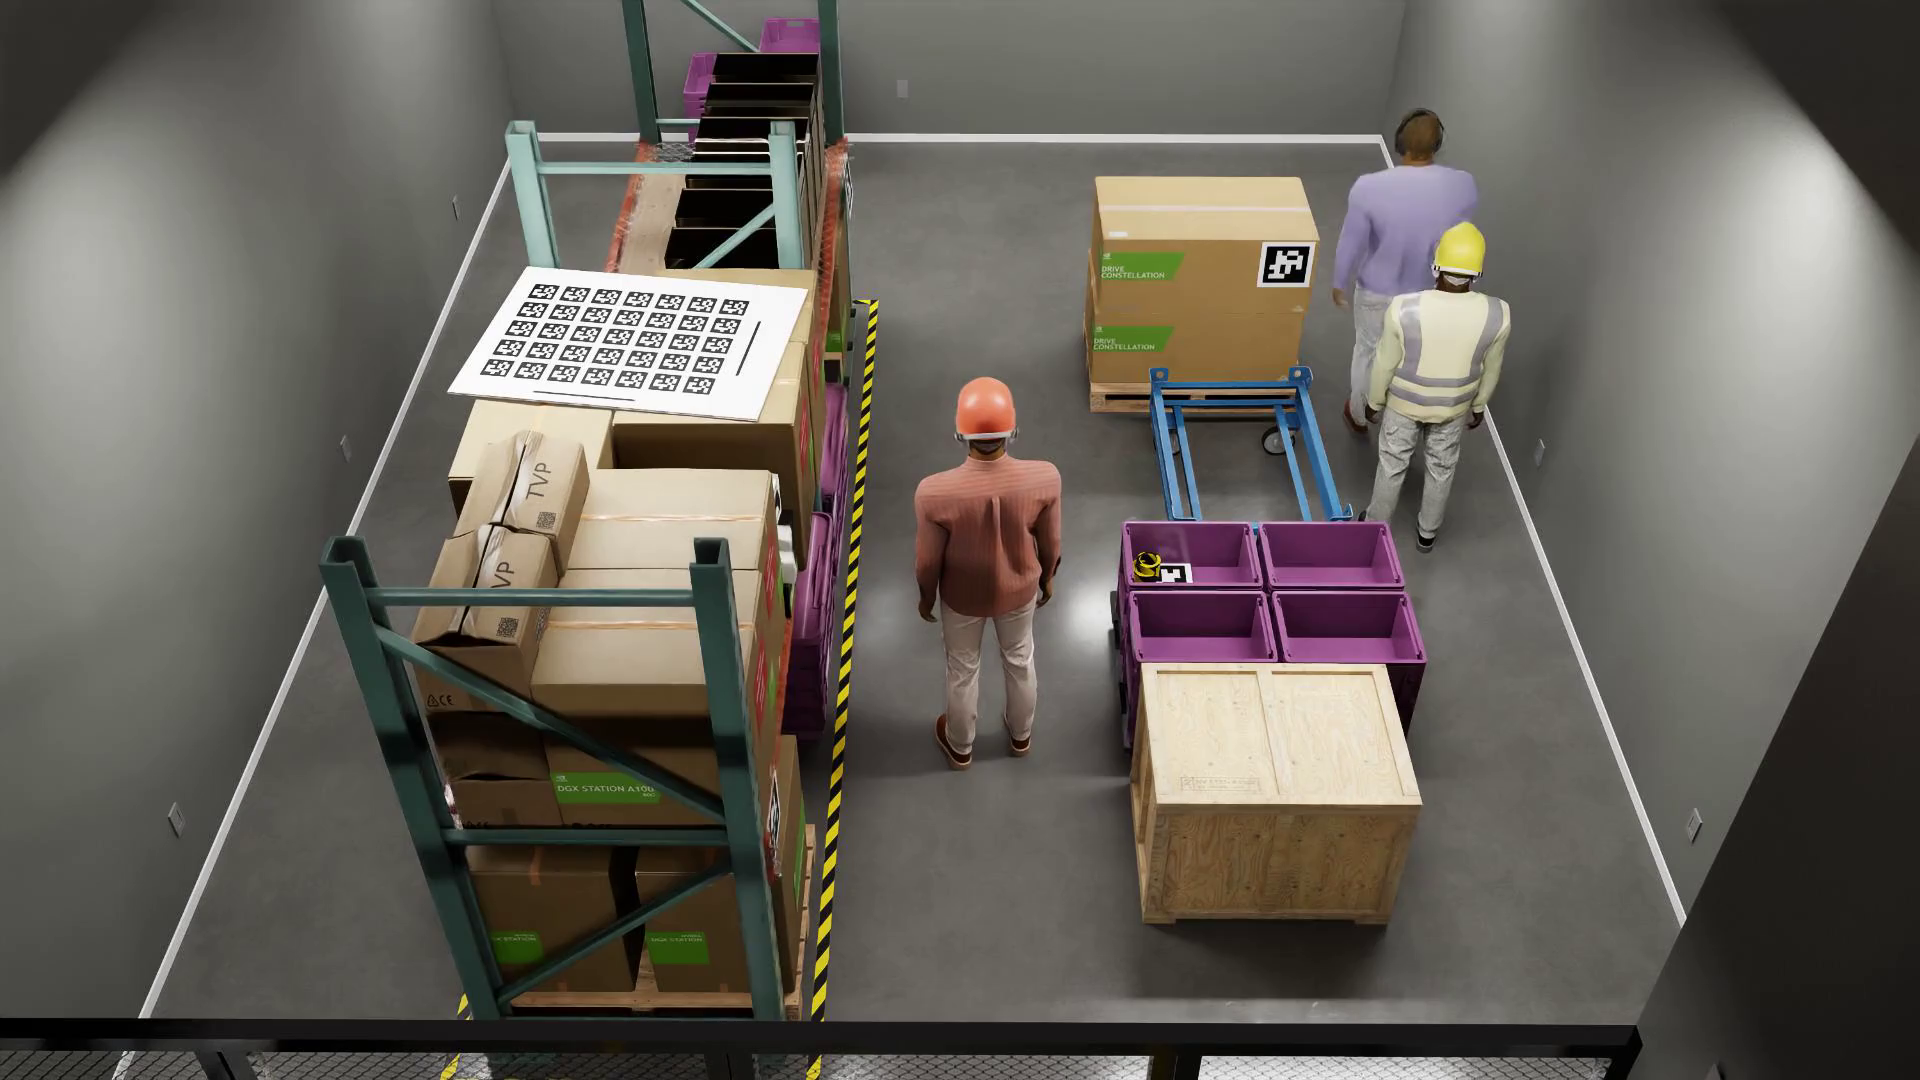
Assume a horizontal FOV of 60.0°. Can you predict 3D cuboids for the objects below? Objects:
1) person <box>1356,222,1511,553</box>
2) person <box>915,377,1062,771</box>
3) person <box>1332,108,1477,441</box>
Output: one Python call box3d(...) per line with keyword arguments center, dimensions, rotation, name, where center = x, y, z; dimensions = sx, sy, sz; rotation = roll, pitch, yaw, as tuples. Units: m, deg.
box3d(center=(2.250, -0.697, 7.988), dimensions=(0.598, 1.832, 0.404), rotation=(2, 41, 2), name="person")
box3d(center=(0.111, 0.175, 6.873), dimensions=(0.612, 1.993, 0.378), rotation=(-10, 42, -11), name="person")
box3d(center=(2.258, -1.361, 8.678), dimensions=(0.649, 1.920, 0.436), rotation=(0, 41, 0), name="person")
